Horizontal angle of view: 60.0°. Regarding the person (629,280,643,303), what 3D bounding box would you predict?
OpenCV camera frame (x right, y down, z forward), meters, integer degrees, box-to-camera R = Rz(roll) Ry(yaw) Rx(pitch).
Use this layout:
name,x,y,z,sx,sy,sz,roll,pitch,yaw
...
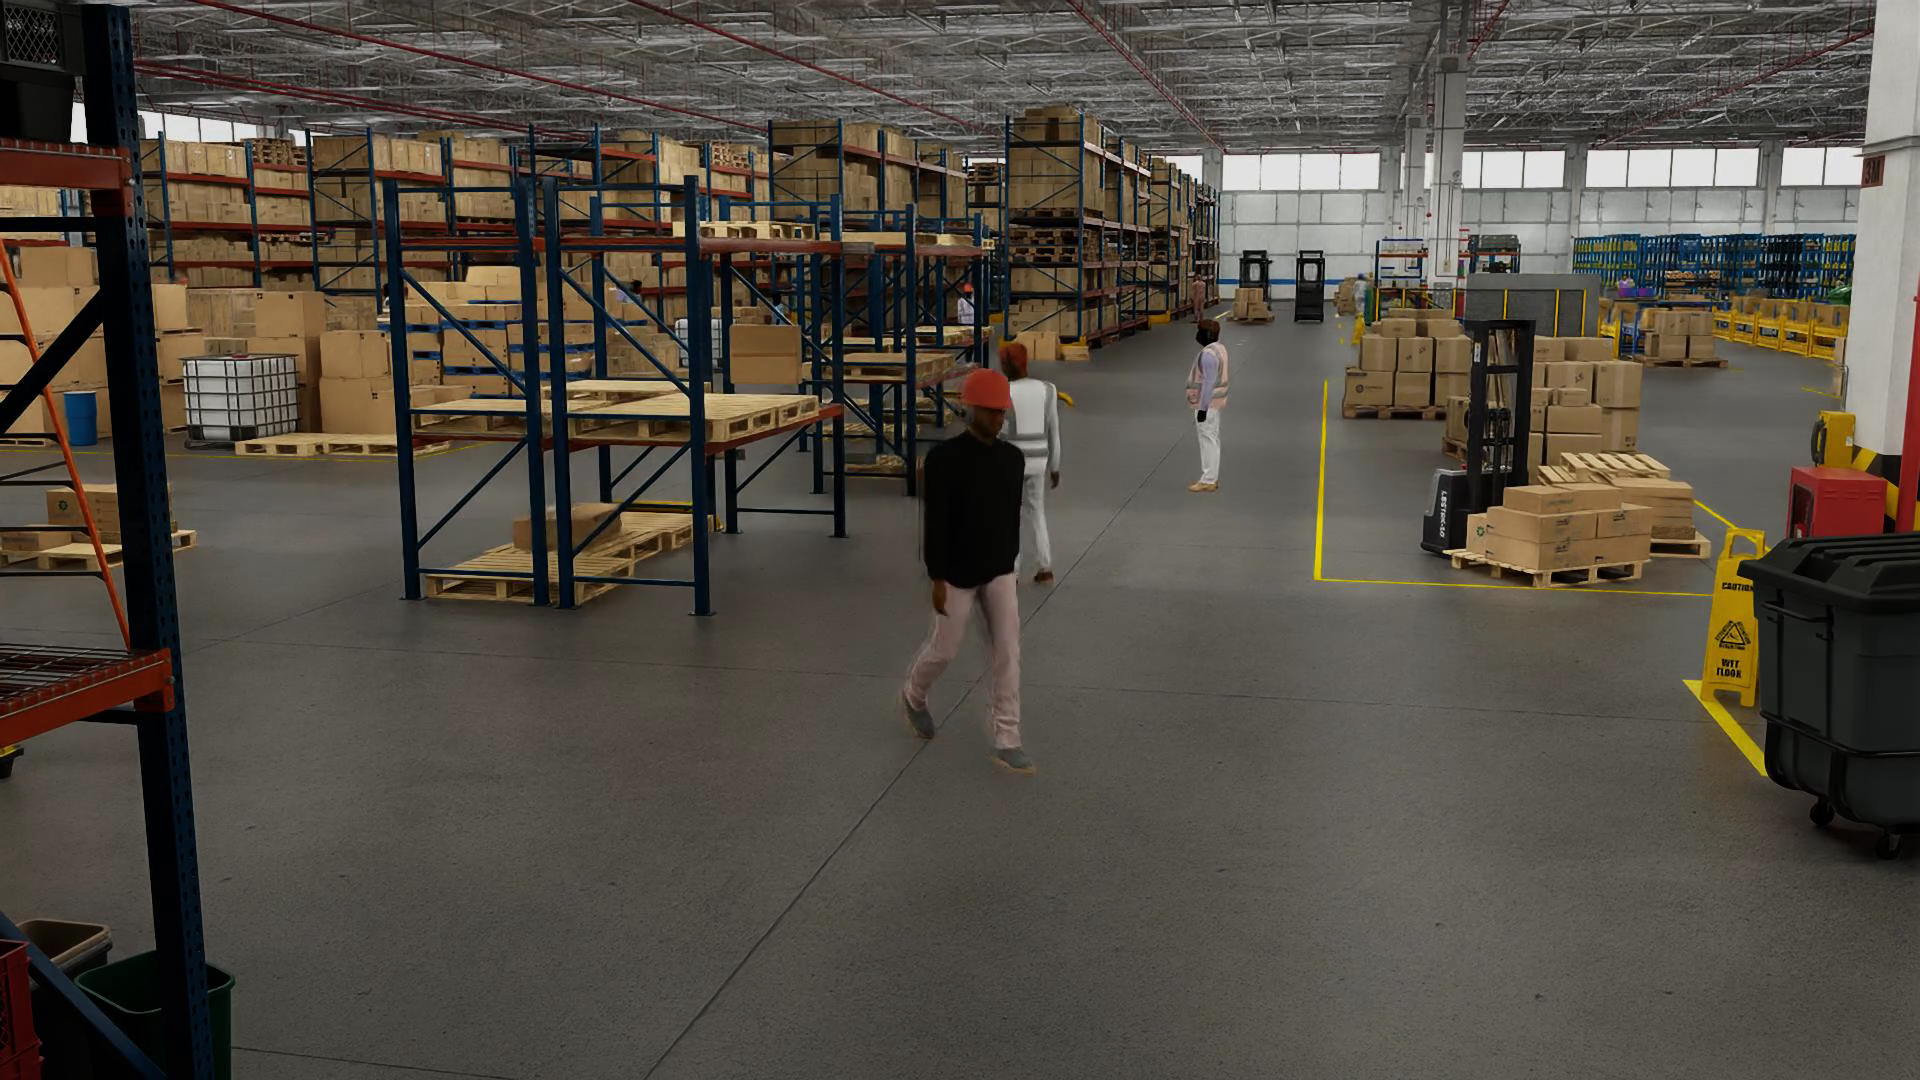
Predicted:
name,x,y,z,sx,sy,sz,roll,pitch,yaw
person,-8.233,-5.666,42.486,0.426,1.949,0.639,2,10,12

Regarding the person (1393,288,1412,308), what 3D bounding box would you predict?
name,x,y,z,sx,sy,sz,roll,pitch,yaw
person,12.663,-6.391,47.667,0.573,1.651,0.780,-1,10,-3

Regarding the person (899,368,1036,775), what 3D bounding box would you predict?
name,x,y,z,sx,sy,sz,roll,pitch,yaw
person,0.025,0.124,8.223,0.611,1.965,0.916,-6,11,-31

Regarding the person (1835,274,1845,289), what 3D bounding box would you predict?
name,x,y,z,sx,sy,sz,roll,pitch,yaw
person,39.351,-10.986,74.357,0.404,1.834,0.589,8,12,39

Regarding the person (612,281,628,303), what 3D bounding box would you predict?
name,x,y,z,sx,sy,sz,roll,pitch,yaw
person,-9.187,-6.002,44.534,0.635,1.936,0.355,-2,10,-13

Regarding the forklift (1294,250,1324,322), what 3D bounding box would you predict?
name,x,y,z,sx,sy,sz,roll,pitch,yaw
forklift,13.778,-10.002,65.433,1.129,2.768,1.873,2,10,12

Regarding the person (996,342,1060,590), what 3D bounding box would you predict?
name,x,y,z,sx,sy,sz,roll,pitch,yaw
person,0.454,-0.549,12.448,0.593,1.873,0.406,-4,10,-22

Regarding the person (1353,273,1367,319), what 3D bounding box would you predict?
name,x,y,z,sx,sy,sz,roll,pitch,yaw
person,16.557,-10.076,68.747,0.620,1.912,0.684,-3,10,-15

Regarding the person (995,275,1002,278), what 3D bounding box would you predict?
name,x,y,z,sx,sy,sz,roll,pitch,yaw
person,2.180,-13.857,91.392,0.626,1.817,0.423,0,10,-2

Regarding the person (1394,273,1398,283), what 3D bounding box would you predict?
name,x,y,z,sx,sy,sz,roll,pitch,yaw
person,23.072,-13.279,88.234,0.485,1.734,0.346,-7,12,-36

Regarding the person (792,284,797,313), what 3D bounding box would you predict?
name,x,y,z,sx,sy,sz,roll,pitch,yaw
person,-7.081,-10.626,72.478,0.547,1.733,0.800,2,10,10

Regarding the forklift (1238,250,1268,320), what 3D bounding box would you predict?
name,x,y,z,sx,sy,sz,roll,pitch,yaw
forklift,11.569,-10.001,65.429,1.129,2.768,1.873,2,10,12

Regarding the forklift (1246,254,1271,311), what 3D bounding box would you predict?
name,x,y,z,sx,sy,sz,roll,pitch,yaw
forklift,13.977,-12.309,79.093,1.129,2.768,1.873,-2,10,-10

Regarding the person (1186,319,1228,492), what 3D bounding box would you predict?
name,x,y,z,sx,sy,sz,roll,pitch,yaw
person,2.630,-1.431,17.750,0.429,1.842,0.635,3,10,18

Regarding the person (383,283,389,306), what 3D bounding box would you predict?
name,x,y,z,sx,sy,sz,roll,pitch,yaw
person,-13.228,-5.010,38.733,0.394,1.915,0.587,-1,10,-7

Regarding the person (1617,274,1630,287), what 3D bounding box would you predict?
name,x,y,z,sx,sy,sz,roll,pitch,yaw
person,28.833,-10.650,72.326,0.563,1.847,0.390,-2,10,-9

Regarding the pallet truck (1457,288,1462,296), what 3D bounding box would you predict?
name,x,y,z,sx,sy,sz,roll,pitch,yaw
pallet truck,20.506,-9.785,68.819,0.653,1.274,1.630,2,10,12

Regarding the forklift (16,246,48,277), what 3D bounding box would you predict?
name,x,y,z,sx,sy,sz,roll,pitch,yaw
forklift,-24.774,-6.488,44.623,1.873,2.768,1.129,0,10,3

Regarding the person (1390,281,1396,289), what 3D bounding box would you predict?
name,x,y,z,sx,sy,sz,roll,pitch,yaw
person,16.563,-9.087,63.630,0.860,1.656,0.531,-8,12,-40

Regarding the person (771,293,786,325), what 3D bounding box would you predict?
name,x,y,z,sx,sy,sz,roll,pitch,yaw
person,-4.230,-4.917,38.831,0.322,1.692,0.536,1,10,3

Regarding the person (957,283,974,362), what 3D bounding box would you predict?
name,x,y,z,sx,sy,sz,roll,pitch,yaw
person,0.209,-5.184,39.749,0.560,1.923,0.693,-1,10,-4

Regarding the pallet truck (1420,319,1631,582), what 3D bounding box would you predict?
name,x,y,z,sx,sy,sz,roll,pitch,yaw
pallet truck,4.543,-0.757,13.299,0.823,1.965,1.885,-4,10,-22

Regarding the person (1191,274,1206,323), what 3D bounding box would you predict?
name,x,y,z,sx,sy,sz,roll,pitch,yaw
person,9.221,-9.366,64.569,0.690,1.910,0.419,-7,12,-37

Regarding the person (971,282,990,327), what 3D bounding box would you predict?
name,x,y,z,sx,sy,sz,roll,pitch,yaw
person,0.565,-6.783,49.319,0.646,1.886,0.770,3,10,19

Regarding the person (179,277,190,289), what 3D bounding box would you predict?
name,x,y,z,sx,sy,sz,roll,pitch,yaw
person,-21.769,-6.379,46.637,0.612,1.981,0.657,3,10,16
